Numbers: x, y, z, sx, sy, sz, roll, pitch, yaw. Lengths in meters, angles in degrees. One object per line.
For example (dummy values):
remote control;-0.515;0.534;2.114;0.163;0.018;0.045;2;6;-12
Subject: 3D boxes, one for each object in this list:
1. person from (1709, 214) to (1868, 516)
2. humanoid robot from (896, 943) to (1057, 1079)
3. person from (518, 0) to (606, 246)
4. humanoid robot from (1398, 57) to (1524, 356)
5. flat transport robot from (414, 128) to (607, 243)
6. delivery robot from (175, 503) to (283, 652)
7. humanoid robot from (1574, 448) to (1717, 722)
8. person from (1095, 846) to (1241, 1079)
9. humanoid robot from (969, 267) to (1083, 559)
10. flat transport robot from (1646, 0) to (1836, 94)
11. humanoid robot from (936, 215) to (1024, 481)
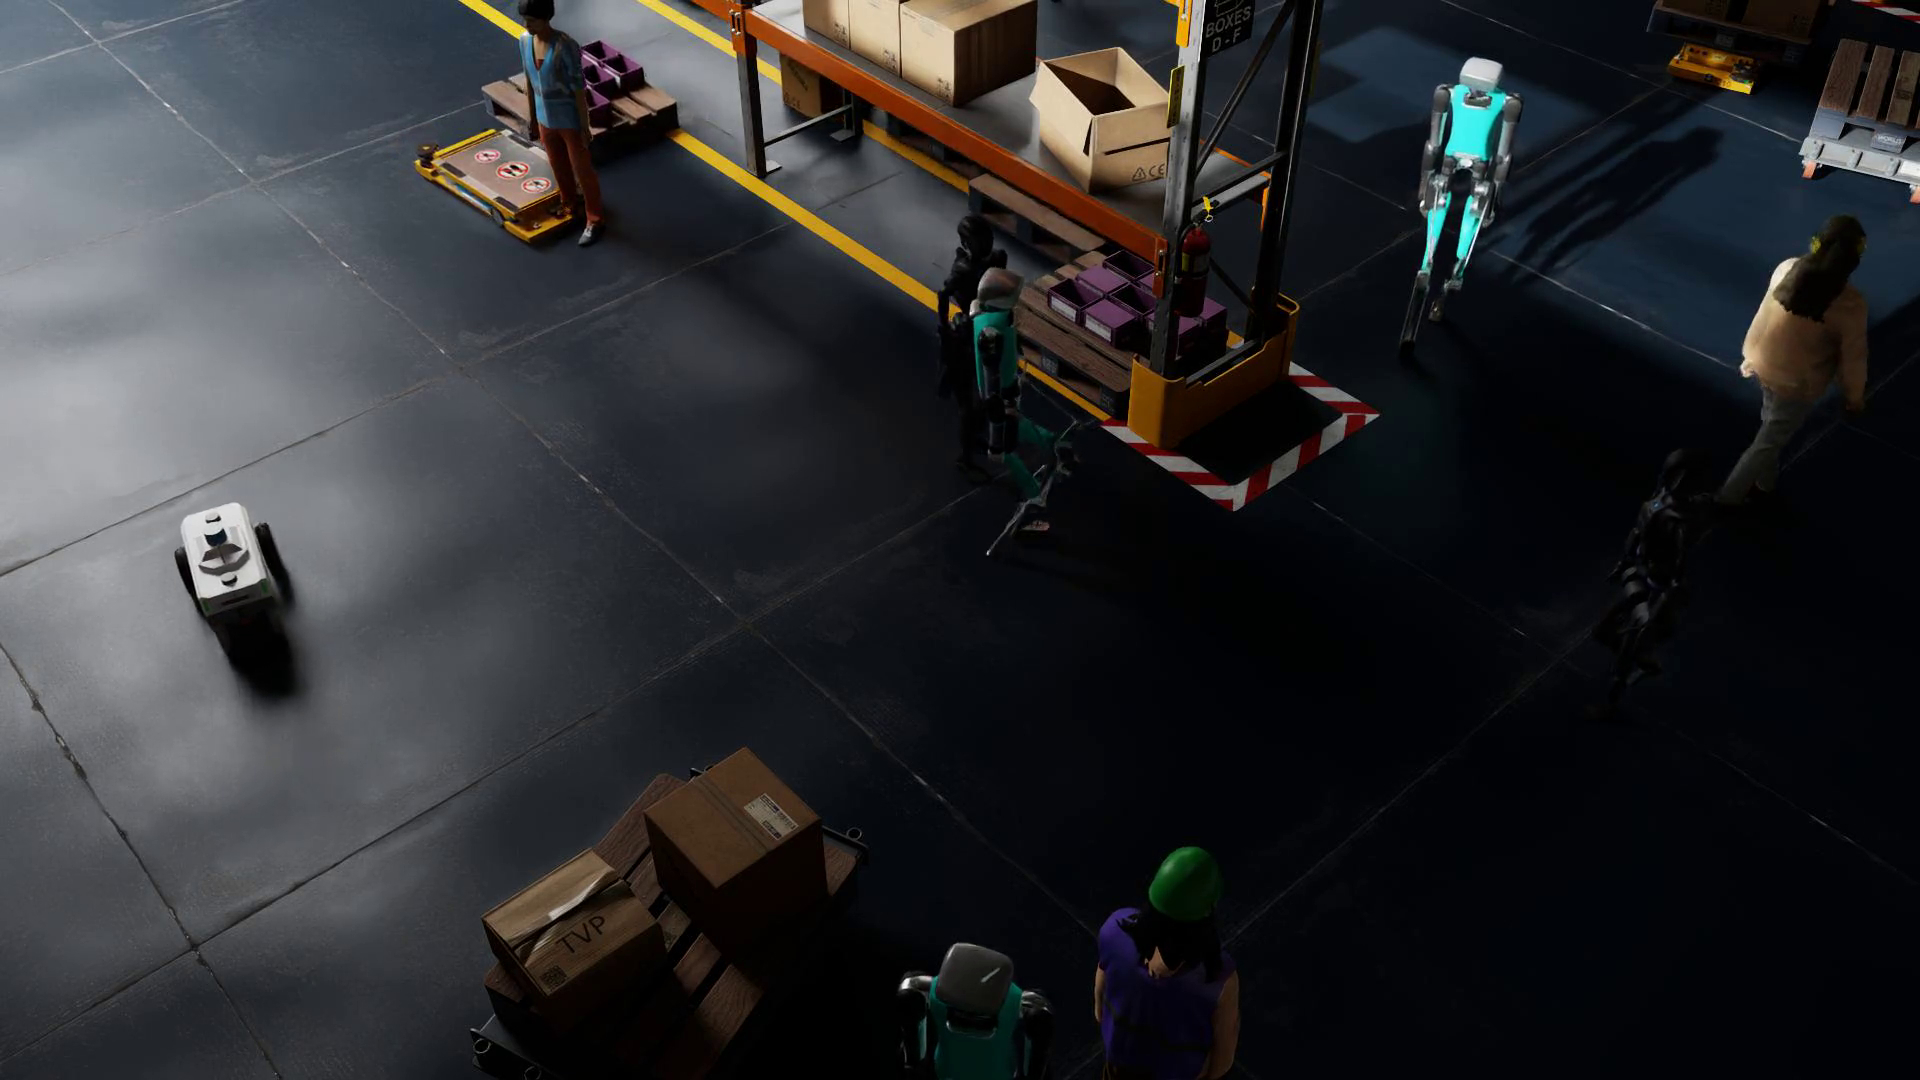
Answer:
person;4.504;-0.887;8.889;0.557;1.852;0.662;-16;45;-17
humanoid robot;0.015;2.142;5.694;0.530;1.806;0.694;7;43;7
person;-2.662;-2.800;11.042;0.495;1.759;0.335;20;46;20
humanoid robot;2.997;-1.940;10.167;0.552;1.840;0.865;15;45;16
flat transport robot;-3.233;-2.575;11.896;1.431;0.231;0.659;33;52;31
delivery robot;-3.824;0.156;8.707;0.499;0.586;0.772;-19;46;-20
humanoid robot;3.269;0.251;7.785;0.422;1.648;0.602;3;43;3
person;0.722;1.775;5.941;0.531;1.925;0.416;22;47;22
humanoid robot;0.403;-0.603;8.705;0.725;1.834;0.555;3;43;3
flat transport robot;6.280;-4.062;13.513;0.659;0.231;1.431;24;48;23
humanoid robot;0.091;-1.070;9.220;0.343;1.662;0.600;32;51;30
